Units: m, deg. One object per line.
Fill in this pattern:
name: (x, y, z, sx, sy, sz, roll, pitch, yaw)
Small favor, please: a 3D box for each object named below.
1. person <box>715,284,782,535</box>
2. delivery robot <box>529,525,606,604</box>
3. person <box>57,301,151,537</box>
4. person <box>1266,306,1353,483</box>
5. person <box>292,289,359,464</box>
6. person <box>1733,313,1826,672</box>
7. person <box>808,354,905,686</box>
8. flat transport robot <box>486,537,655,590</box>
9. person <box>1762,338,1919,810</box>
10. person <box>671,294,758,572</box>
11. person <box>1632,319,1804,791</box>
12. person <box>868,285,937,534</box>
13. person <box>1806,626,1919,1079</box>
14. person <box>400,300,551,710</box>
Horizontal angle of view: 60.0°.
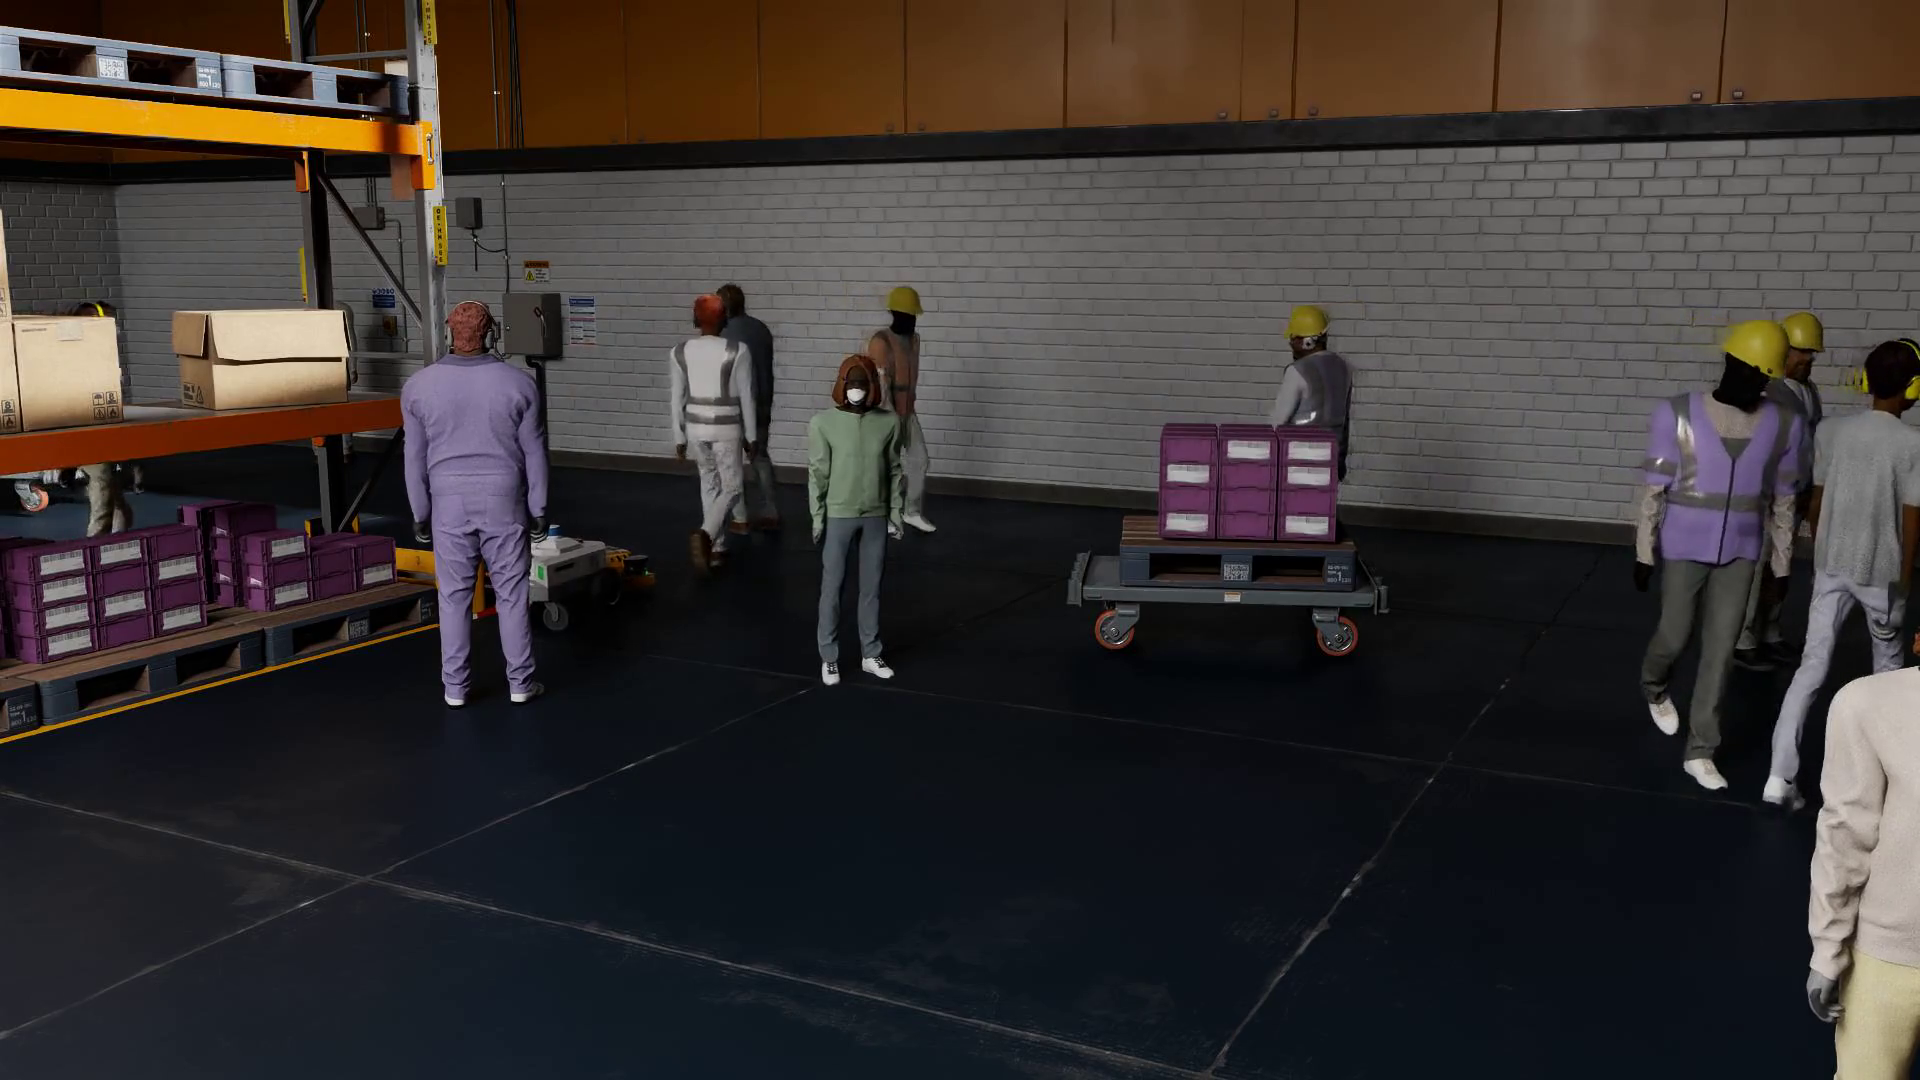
person: (-1.628, -0.971, 12.537, 0.421, 1.903, 0.643, 6, 11, 30)
delivery robot: (-2.354, 0.155, 9.602, 0.477, 0.478, 0.707, 4, 10, 20)
person: (-4.939, -0.461, 9.727, 0.554, 1.838, 0.742, 6, 12, 32)
person: (2.137, -0.525, 10.197, 0.590, 1.800, 0.610, 9, 13, 43)
person: (-6.404, -1.734, 16.808, 0.627, 1.941, 0.371, -2, 10, -11)
person: (4.208, -0.249, 8.543, 0.586, 1.825, 0.404, -7, 12, -35)
person: (-0.507, -0.102, 8.243, 0.502, 1.631, 0.285, -5, 11, -25)
flat transport robot: (-2.654, 0.147, 10.741, 1.431, 0.197, 0.652, 10, 14, 44)
person: (3.442, 0.134, 6.384, 1.011, 1.819, 0.503, -8, 13, -39)
person: (-1.653, -0.702, 11.065, 0.586, 1.863, 0.781, 3, 10, 18)
person: (3.084, 0.024, 6.859, 0.619, 1.875, 0.813, 2, 10, 9)
person: (-0.488, -0.949, 12.404, 0.649, 1.887, 0.586, 8, 13, 40)
person: (1.836, 0.794, 3.079, 0.497, 1.629, 0.277, 4, 10, 20)
person: (-2.238, -0.157, 7.771, 0.651, 1.907, 0.409, -2, 10, -9)
